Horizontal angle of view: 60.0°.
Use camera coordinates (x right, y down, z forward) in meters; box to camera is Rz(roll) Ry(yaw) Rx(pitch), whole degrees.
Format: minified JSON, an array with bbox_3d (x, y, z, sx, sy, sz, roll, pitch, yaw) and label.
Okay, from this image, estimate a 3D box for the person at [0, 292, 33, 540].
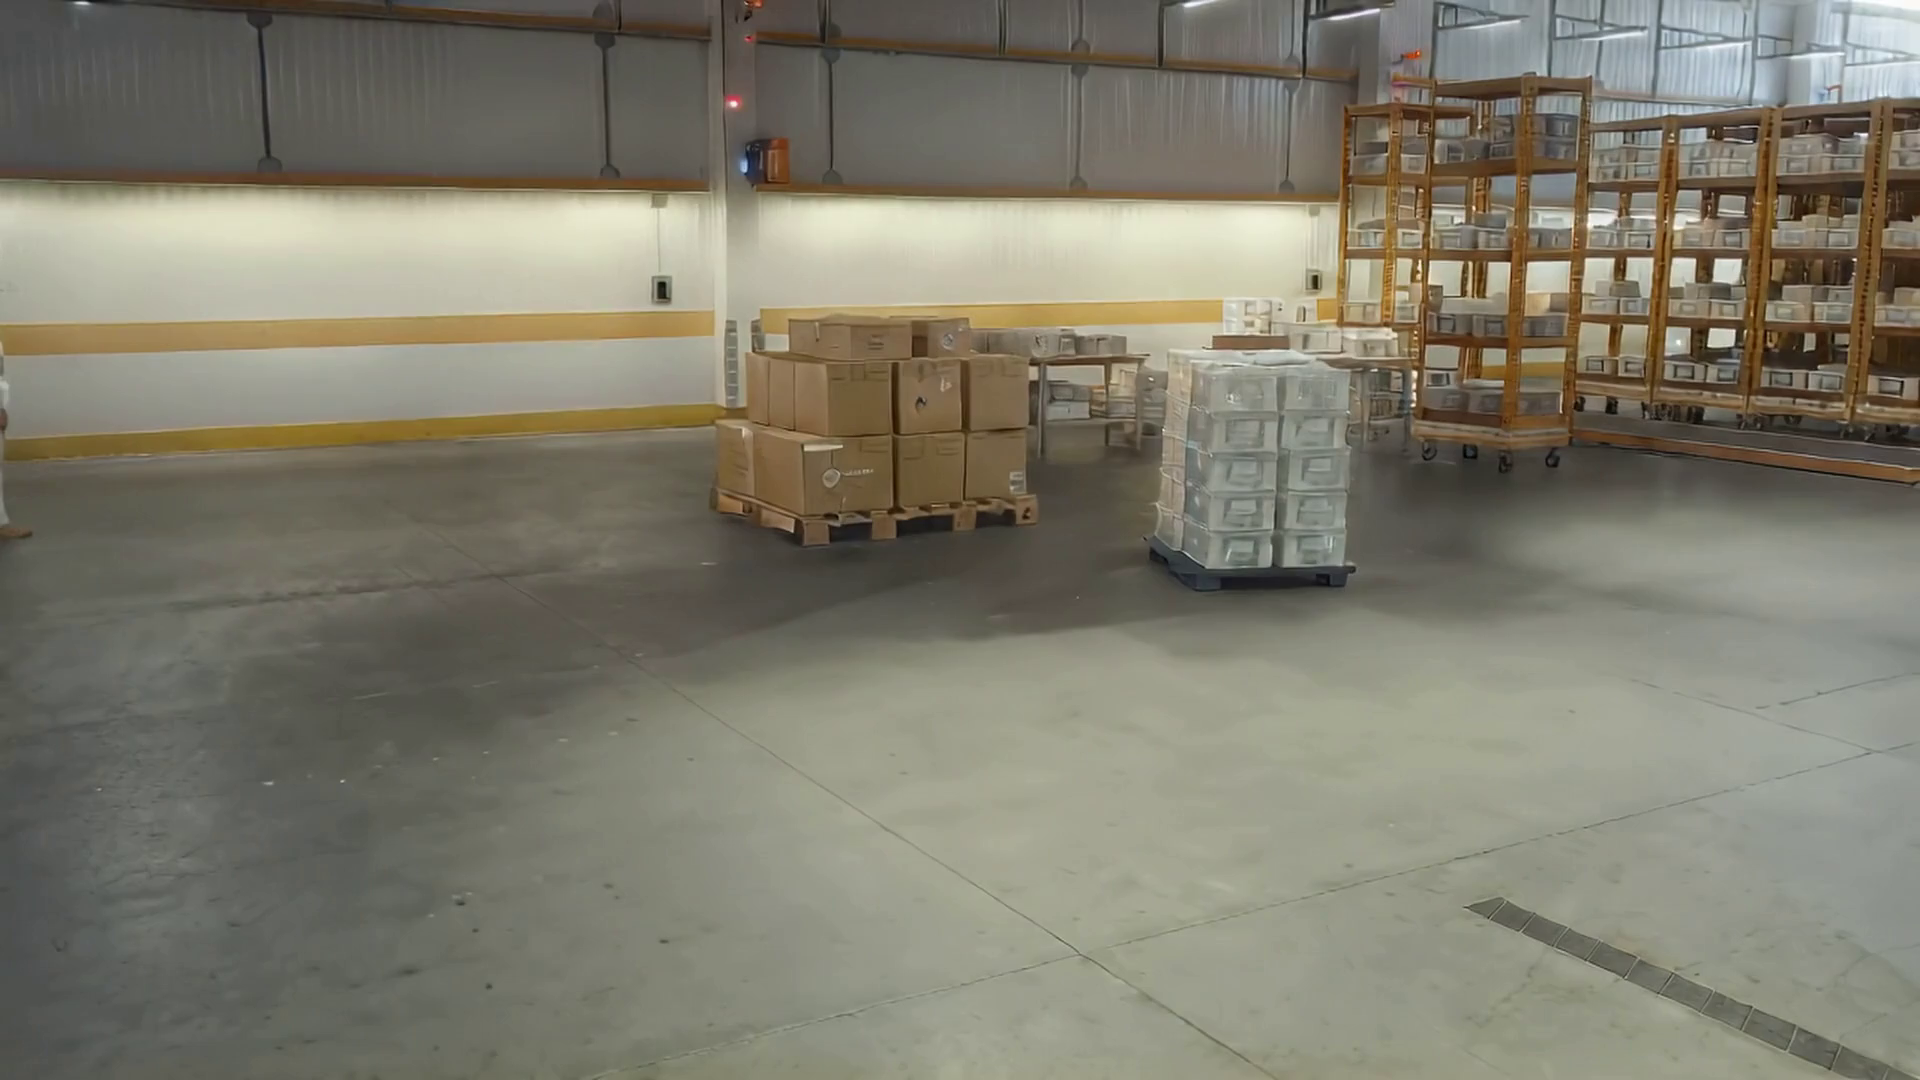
[{"bbox_3d":[-6.935,-0.961,11.775,0.602,1.940,0.402,7,12,35],"label":"person"}]
